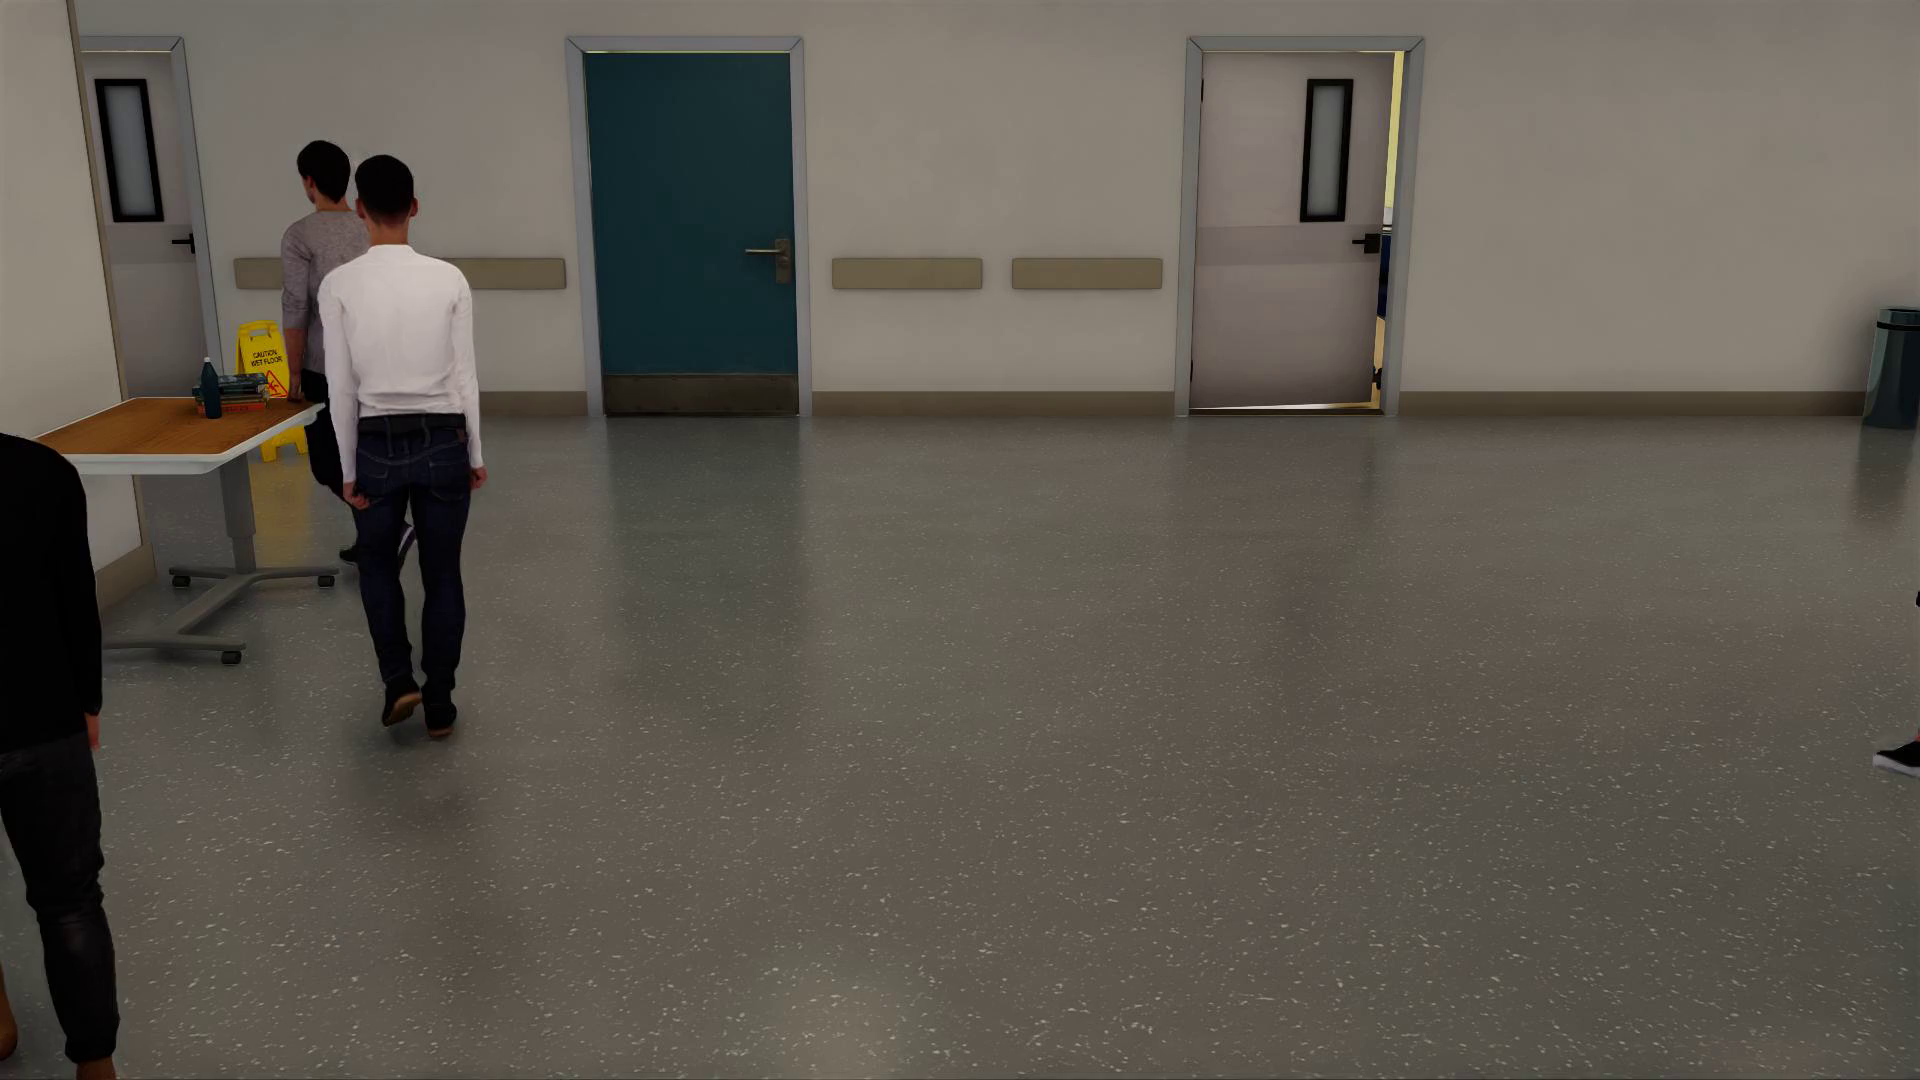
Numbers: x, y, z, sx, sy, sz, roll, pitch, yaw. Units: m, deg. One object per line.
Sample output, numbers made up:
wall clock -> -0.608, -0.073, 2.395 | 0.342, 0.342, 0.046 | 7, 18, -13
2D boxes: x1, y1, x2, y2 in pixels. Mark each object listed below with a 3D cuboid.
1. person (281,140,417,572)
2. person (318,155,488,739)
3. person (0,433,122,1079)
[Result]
person -> -2.469, -0.685, 6.827 | 1.094, 1.820, 0.992 | 13, 20, 39
person -> -1.709, -0.244, 5.201 | 0.719, 1.852, 0.775 | -5, 17, -18
person -> -2.008, 0.353, 3.366 | 1.118, 1.699, 1.098 | -11, 19, -35
